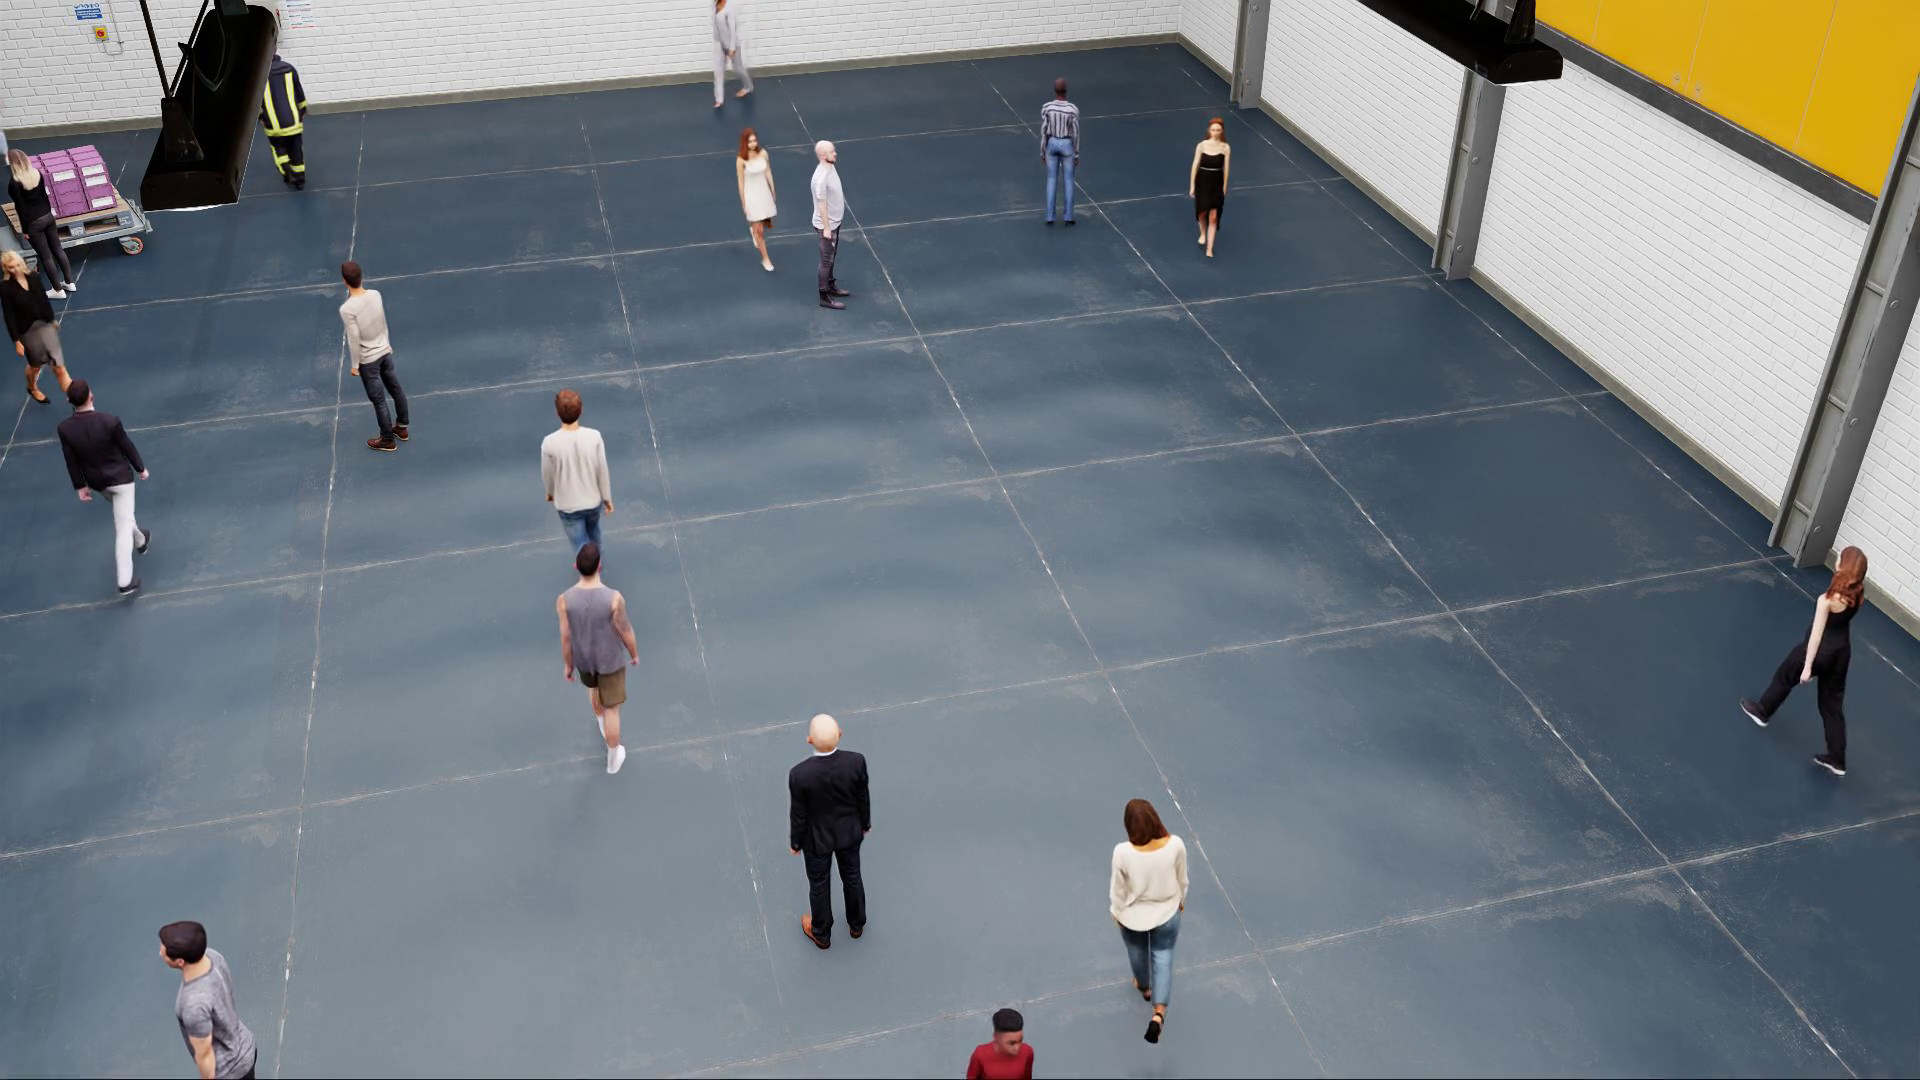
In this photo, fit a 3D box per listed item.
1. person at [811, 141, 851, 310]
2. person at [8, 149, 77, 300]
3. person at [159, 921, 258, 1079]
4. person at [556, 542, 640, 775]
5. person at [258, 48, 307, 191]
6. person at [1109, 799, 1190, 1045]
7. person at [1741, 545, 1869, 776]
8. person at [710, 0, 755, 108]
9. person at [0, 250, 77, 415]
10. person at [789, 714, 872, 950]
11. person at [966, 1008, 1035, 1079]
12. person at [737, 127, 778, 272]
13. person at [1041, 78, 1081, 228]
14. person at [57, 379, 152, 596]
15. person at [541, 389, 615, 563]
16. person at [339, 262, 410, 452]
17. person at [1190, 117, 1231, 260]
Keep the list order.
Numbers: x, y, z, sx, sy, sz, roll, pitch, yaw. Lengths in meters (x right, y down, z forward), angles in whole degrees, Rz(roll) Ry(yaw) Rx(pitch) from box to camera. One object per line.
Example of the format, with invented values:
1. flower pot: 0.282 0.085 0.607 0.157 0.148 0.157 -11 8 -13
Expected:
1. person: -1.437 -3.442 18.031 0.801 1.833 0.666 4 34 7
2. person: -10.068 -3.462 18.194 0.745 1.687 0.635 9 35 13
3. person: -3.843 2.714 8.743 0.731 1.864 0.510 -7 34 -10
4. person: -2.537 0.879 11.613 0.777 1.824 0.971 -1 34 -1
5. person: -8.448 -5.297 20.746 0.873 1.917 0.790 -18 38 -25
6. person: 1.111 2.224 9.669 0.757 1.654 0.979 0 34 -1
7. person: 6.132 0.872 11.664 0.677 1.699 1.180 -12 35 -17
8. person: -3.261 -7.046 23.578 1.057 1.696 1.134 21 39 29
9. person: -8.825 -1.936 15.807 1.258 1.787 1.151 17 37 24
10. person: -0.792 1.784 10.199 0.701 1.800 0.620 -13 36 -18
11. person: 0.187 2.941 8.968 0.596 1.237 0.755 -2 34 -3
12. person: -2.330 -3.897 18.849 0.735 1.686 0.952 -22 40 -30
13. person: 1.200 -4.610 19.824 0.699 1.793 0.705 9 35 13
14. person: -6.905 -0.406 13.498 0.823 1.796 1.273 -2 34 -4
15. person: -2.998 -0.244 13.195 0.766 1.862 1.106 -14 36 -20
16. person: -5.426 -1.699 15.382 0.799 1.863 0.724 15 37 22
17. person: 2.885 -4.113 19.270 0.892 1.579 1.155 6 34 9
